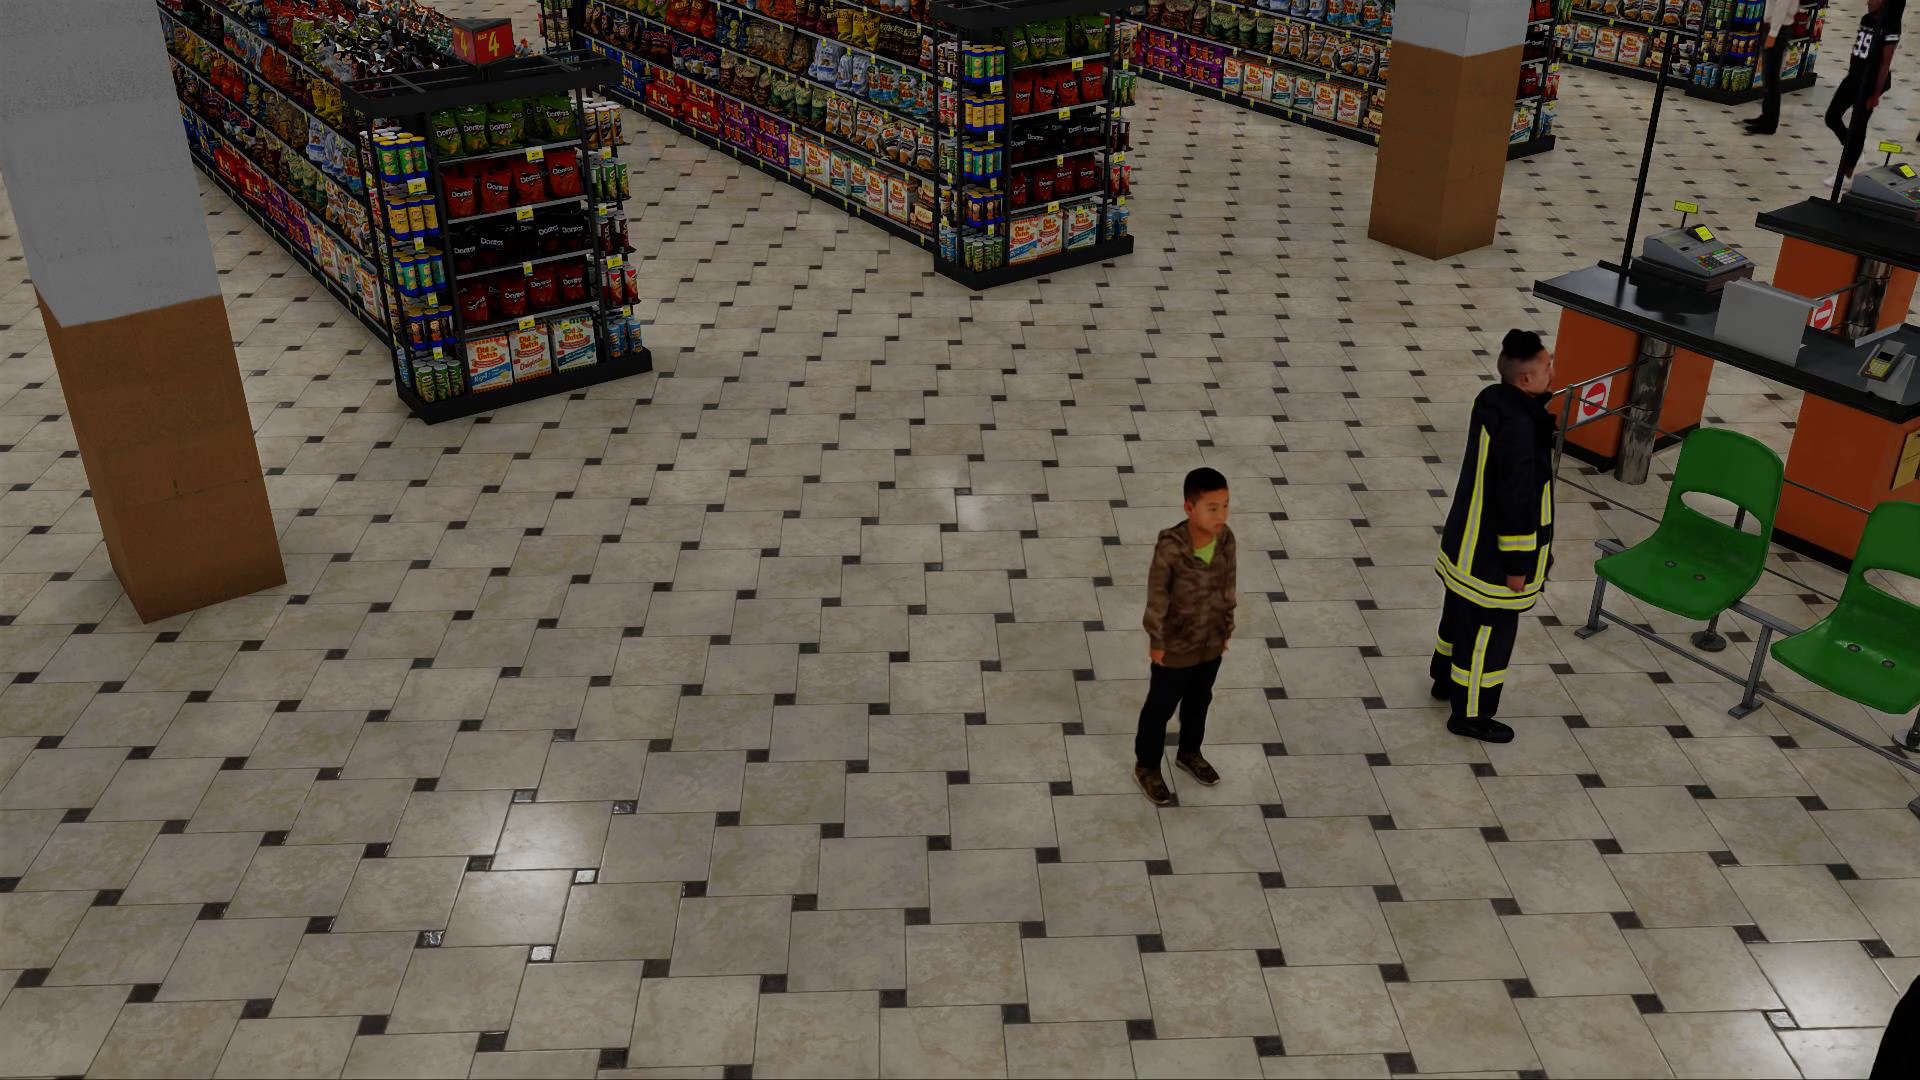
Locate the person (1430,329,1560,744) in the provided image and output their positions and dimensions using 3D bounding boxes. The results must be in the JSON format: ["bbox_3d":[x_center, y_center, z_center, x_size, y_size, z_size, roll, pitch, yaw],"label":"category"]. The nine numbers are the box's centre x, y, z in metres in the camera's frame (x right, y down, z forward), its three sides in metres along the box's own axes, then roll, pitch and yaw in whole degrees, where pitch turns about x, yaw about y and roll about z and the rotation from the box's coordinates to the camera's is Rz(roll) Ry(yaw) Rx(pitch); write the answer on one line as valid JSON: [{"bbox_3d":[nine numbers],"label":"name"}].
[{"bbox_3d":[2.279,-0.039,7.066,0.945,1.861,0.856,1,29,2],"label":"person"}]

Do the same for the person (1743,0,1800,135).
[{"bbox_3d":[7.821,-4.819,15.884,0.773,1.801,0.759,12,31,20],"label":"person"}]

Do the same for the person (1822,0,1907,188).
[{"bbox_3d":[7.840,-3.898,14.275,0.816,1.727,0.743,-5,29,-10],"label":"person"}]

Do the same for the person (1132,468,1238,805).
[{"bbox_3d":[0.924,0.366,6.750,0.603,1.454,0.602,-13,31,-22],"label":"person"}]
